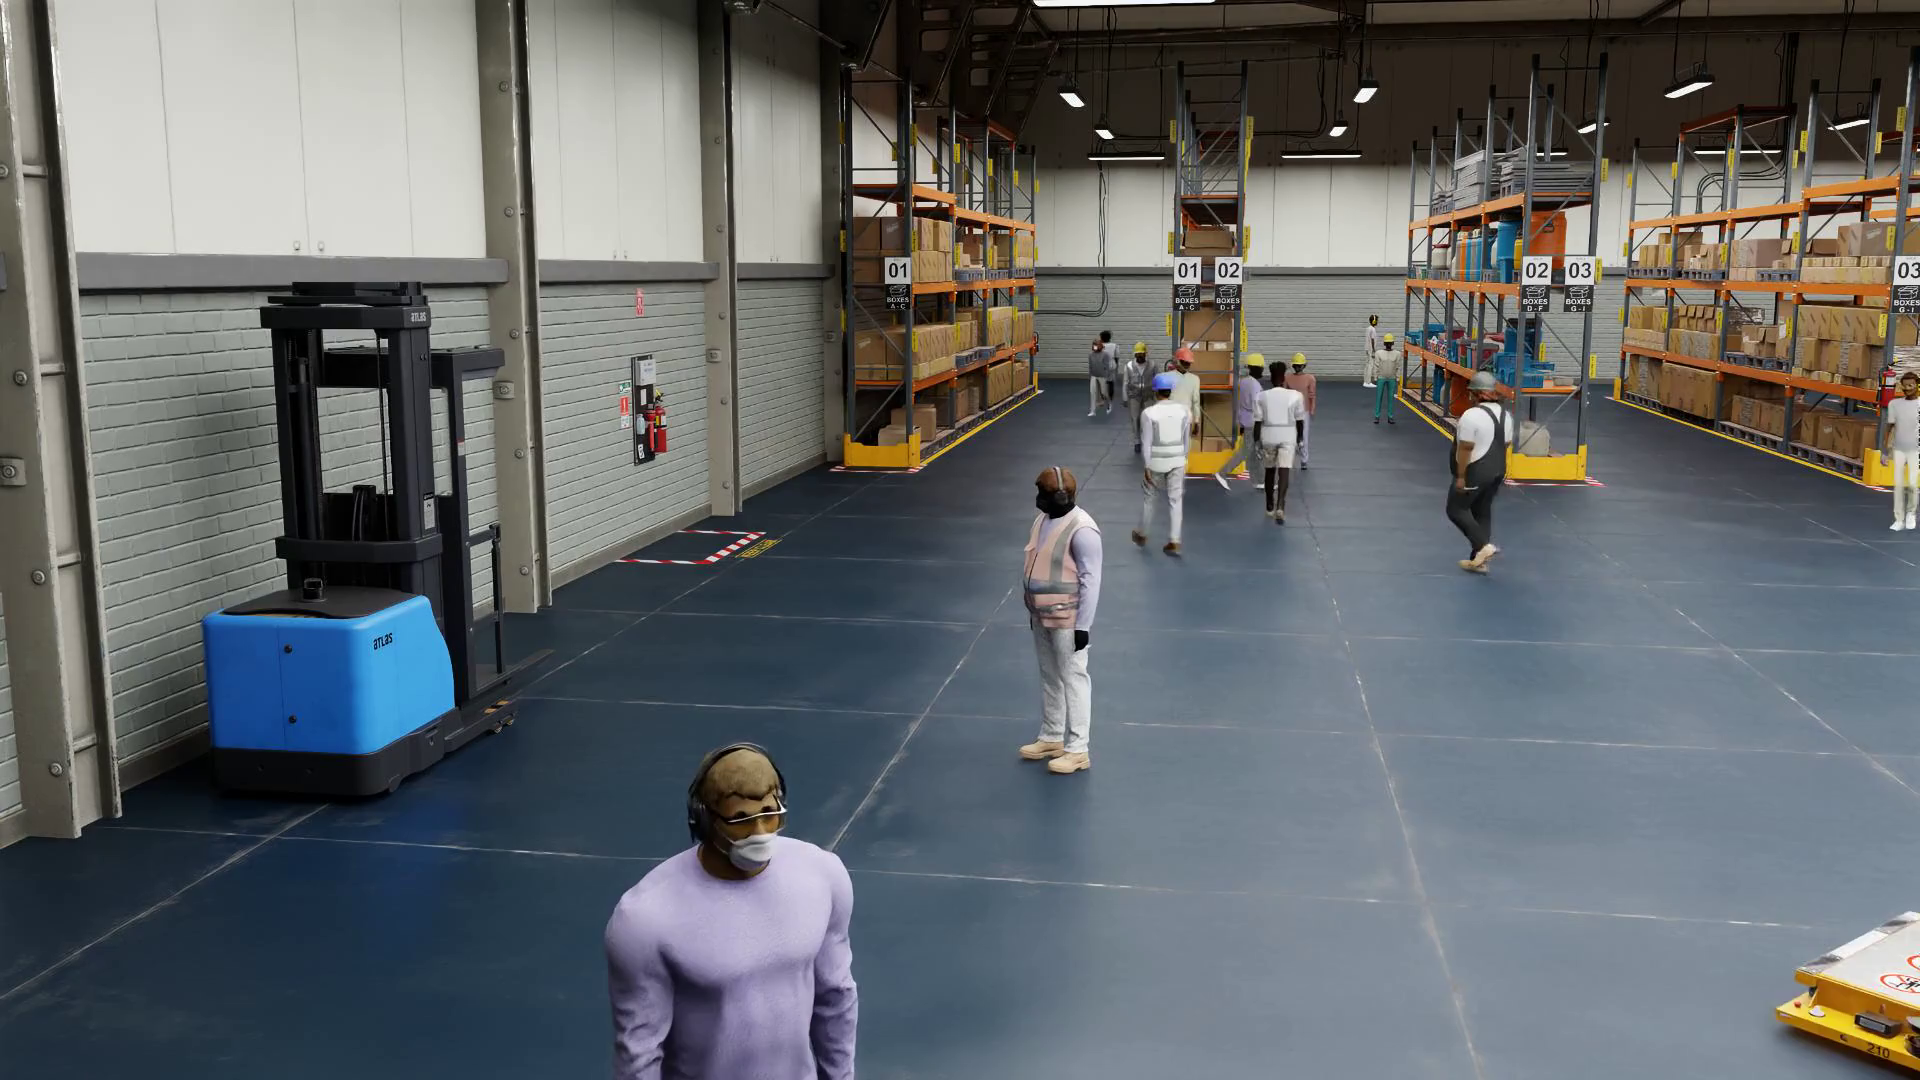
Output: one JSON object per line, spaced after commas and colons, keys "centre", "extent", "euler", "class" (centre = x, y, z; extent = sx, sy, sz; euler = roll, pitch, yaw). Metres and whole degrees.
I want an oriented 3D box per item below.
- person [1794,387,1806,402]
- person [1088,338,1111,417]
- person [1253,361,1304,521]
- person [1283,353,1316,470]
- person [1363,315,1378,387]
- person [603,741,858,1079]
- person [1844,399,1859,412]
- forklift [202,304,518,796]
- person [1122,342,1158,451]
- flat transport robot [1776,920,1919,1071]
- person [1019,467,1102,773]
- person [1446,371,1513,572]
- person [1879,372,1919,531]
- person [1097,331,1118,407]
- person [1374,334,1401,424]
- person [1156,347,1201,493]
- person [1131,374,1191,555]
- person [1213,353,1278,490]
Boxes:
{"centre": [19.028, -4.075, 37.515], "extent": [0.642, 2.031, 0.474], "euler": [8, 12, 41], "class": "person"}
{"centre": [2.913, -3.387, 34.558], "extent": [0.501, 1.615, 0.652], "euler": [6, 11, 32], "class": "person"}
{"centre": [3.868, -1.214, 20.238], "extent": [0.607, 1.926, 0.991], "euler": [3, 10, 16], "class": "person"}
{"centre": [5.129, -1.955, 25.273], "extent": [0.533, 1.765, 0.329], "euler": [4, 10, 23], "class": "person"}
{"centre": [10.676, -4.898, 43.136], "extent": [0.315, 1.860, 0.508], "euler": [-1, 9, -4], "class": "person"}
{"centre": [-0.534, 1.411, 4.025], "extent": [0.627, 1.930, 0.378], "euler": [-6, 11, -34], "class": "person"}
{"centre": [19.169, -3.700, 35.557], "extent": [0.565, 1.918, 0.408], "euler": [2, 9, 13], "class": "person"}
{"centre": [-3.673, -0.038, 10.147], "extent": [1.129, 2.768, 1.873], "euler": [1, 9, 9], "class": "forklift"}
{"centre": [3.022, -2.403, 27.862], "extent": [0.627, 1.819, 0.426], "euler": [1, 9, 4], "class": "person"}
{"centre": [4.015, 1.806, 6.799], "extent": [1.431, 0.197, 0.652], "euler": [-7, 12, -37], "class": "flat transport robot"}
{"centre": [0.595, 0.472, 10.072], "extent": [0.428, 1.840, 0.631], "euler": [-5, 10, -27], "class": "person"}
{"centre": [5.170, -0.668, 16.613], "extent": [0.696, 2.000, 0.560], "euler": [-6, 11, -35], "class": "person"}
{"centre": [10.964, -1.021, 19.251], "extent": [0.435, 1.851, 0.550], "euler": [-9, 13, -44], "class": "person"}
{"centre": [3.275, -3.786, 36.838], "extent": [0.563, 1.683, 0.350], "euler": [-5, 10, -28], "class": "person"}
{"centre": [8.442, -3.190, 32.883], "extent": [0.522, 1.769, 0.317], "euler": [1, 9, 6], "class": "person"}
{"centre": [2.974, -1.632, 22.625], "extent": [0.639, 1.976, 0.432], "euler": [-2, 9, -12], "class": "person"}
{"centre": [2.167, -0.836, 17.931], "extent": [0.616, 1.904, 0.947], "euler": [-2, 10, -14], "class": "person"}
{"centre": [3.936, -1.619, 22.808], "extent": [0.887, 1.900, 0.595], "euler": [-1, 9, -4], "class": "person"}
